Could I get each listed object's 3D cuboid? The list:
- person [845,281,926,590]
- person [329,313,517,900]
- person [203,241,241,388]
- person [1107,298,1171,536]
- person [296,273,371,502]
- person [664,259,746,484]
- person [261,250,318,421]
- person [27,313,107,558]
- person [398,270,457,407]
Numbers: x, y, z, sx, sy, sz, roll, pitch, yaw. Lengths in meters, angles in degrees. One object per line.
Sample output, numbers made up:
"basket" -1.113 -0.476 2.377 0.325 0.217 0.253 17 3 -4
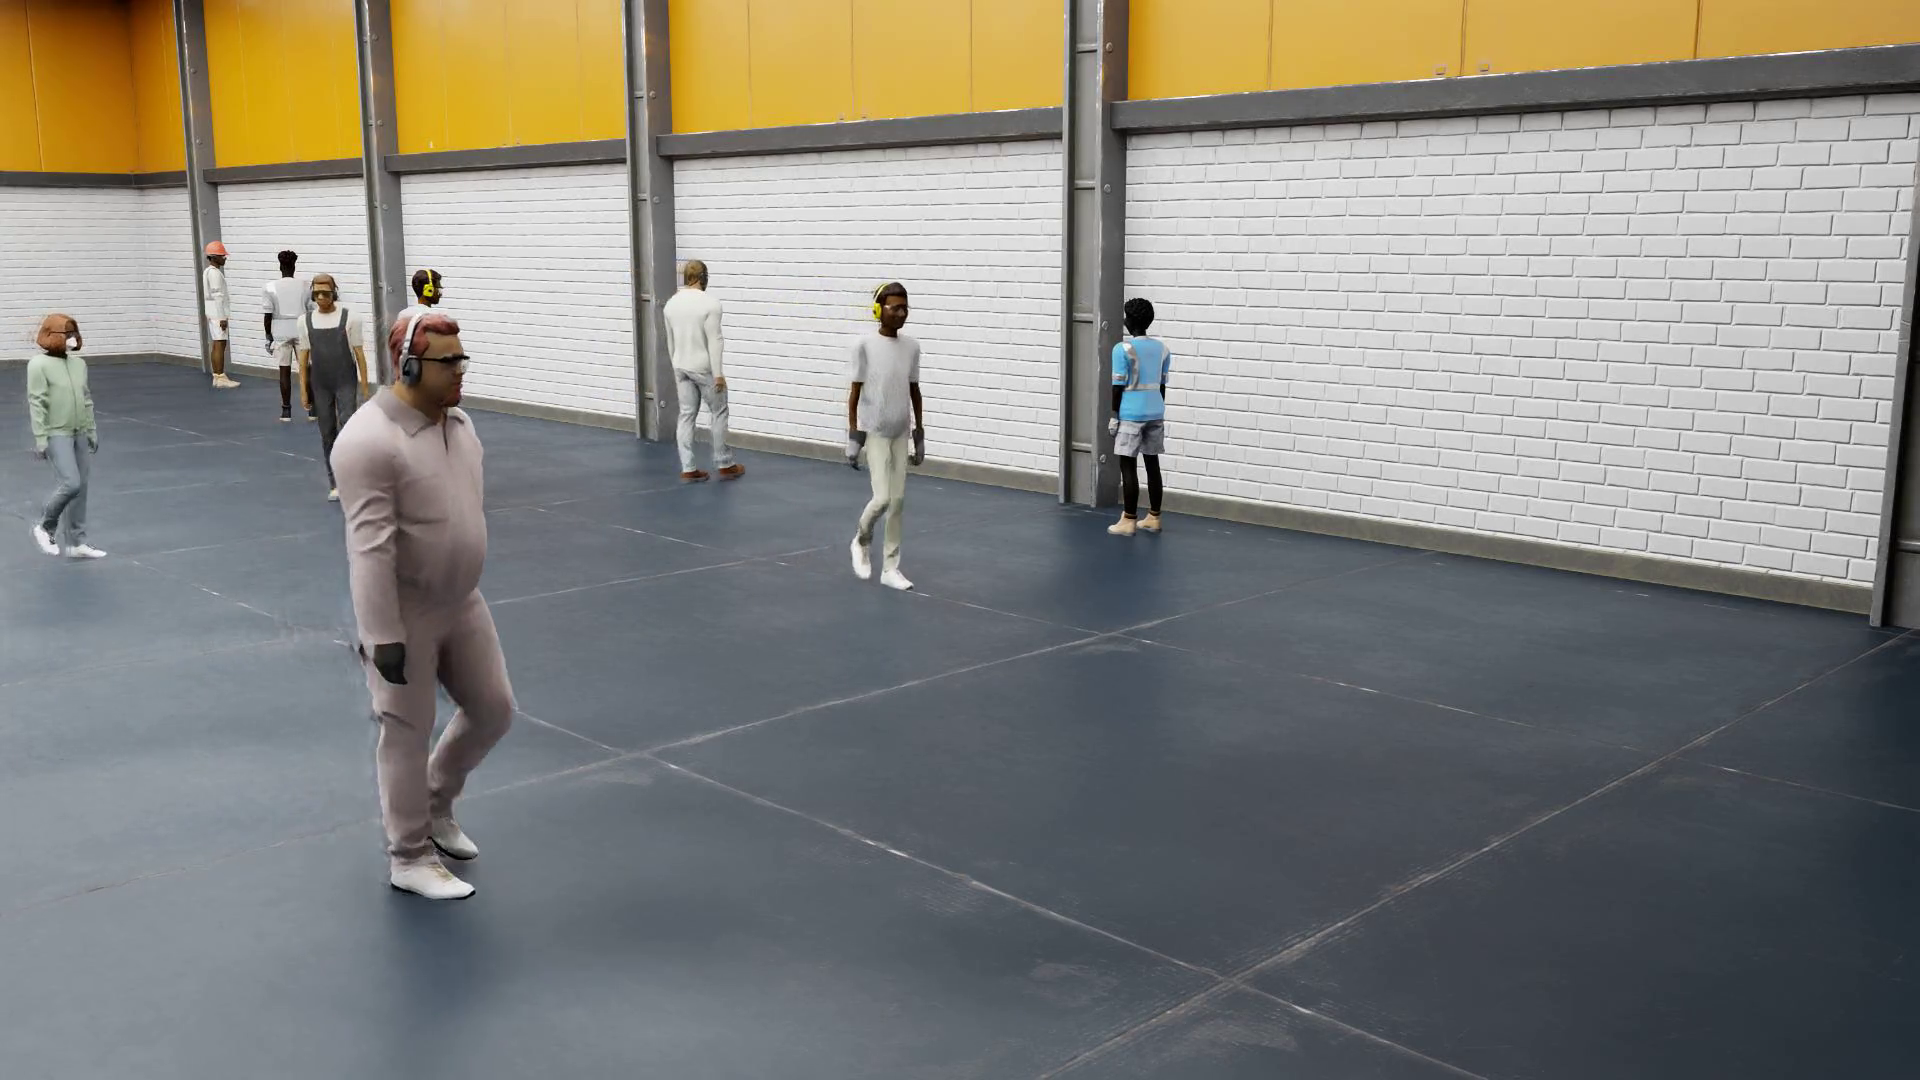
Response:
"person" -0.451 -0.625 10.051 0.552 1.858 0.436 -8 13 -36
"person" -1.697 0.226 5.323 0.412 1.893 0.658 4 11 20
"person" -10.366 -3.149 23.310 0.374 2.043 0.614 -7 12 -32
"person" 1.277 -0.875 11.874 0.530 1.693 0.319 -8 13 -39
"person" -5.034 -1.221 13.359 0.543 1.831 0.416 -1 10 -5
"person" -2.205 -1.467 14.451 0.661 1.921 0.721 6 12 31
"person" -7.691 -2.350 19.160 0.612 1.963 0.361 -5 11 -24
"person" -5.861 -0.672 10.923 0.361 1.621 0.517 2 11 10
"person" -4.232 -1.214 13.249 0.533 1.863 0.317 5 12 27
